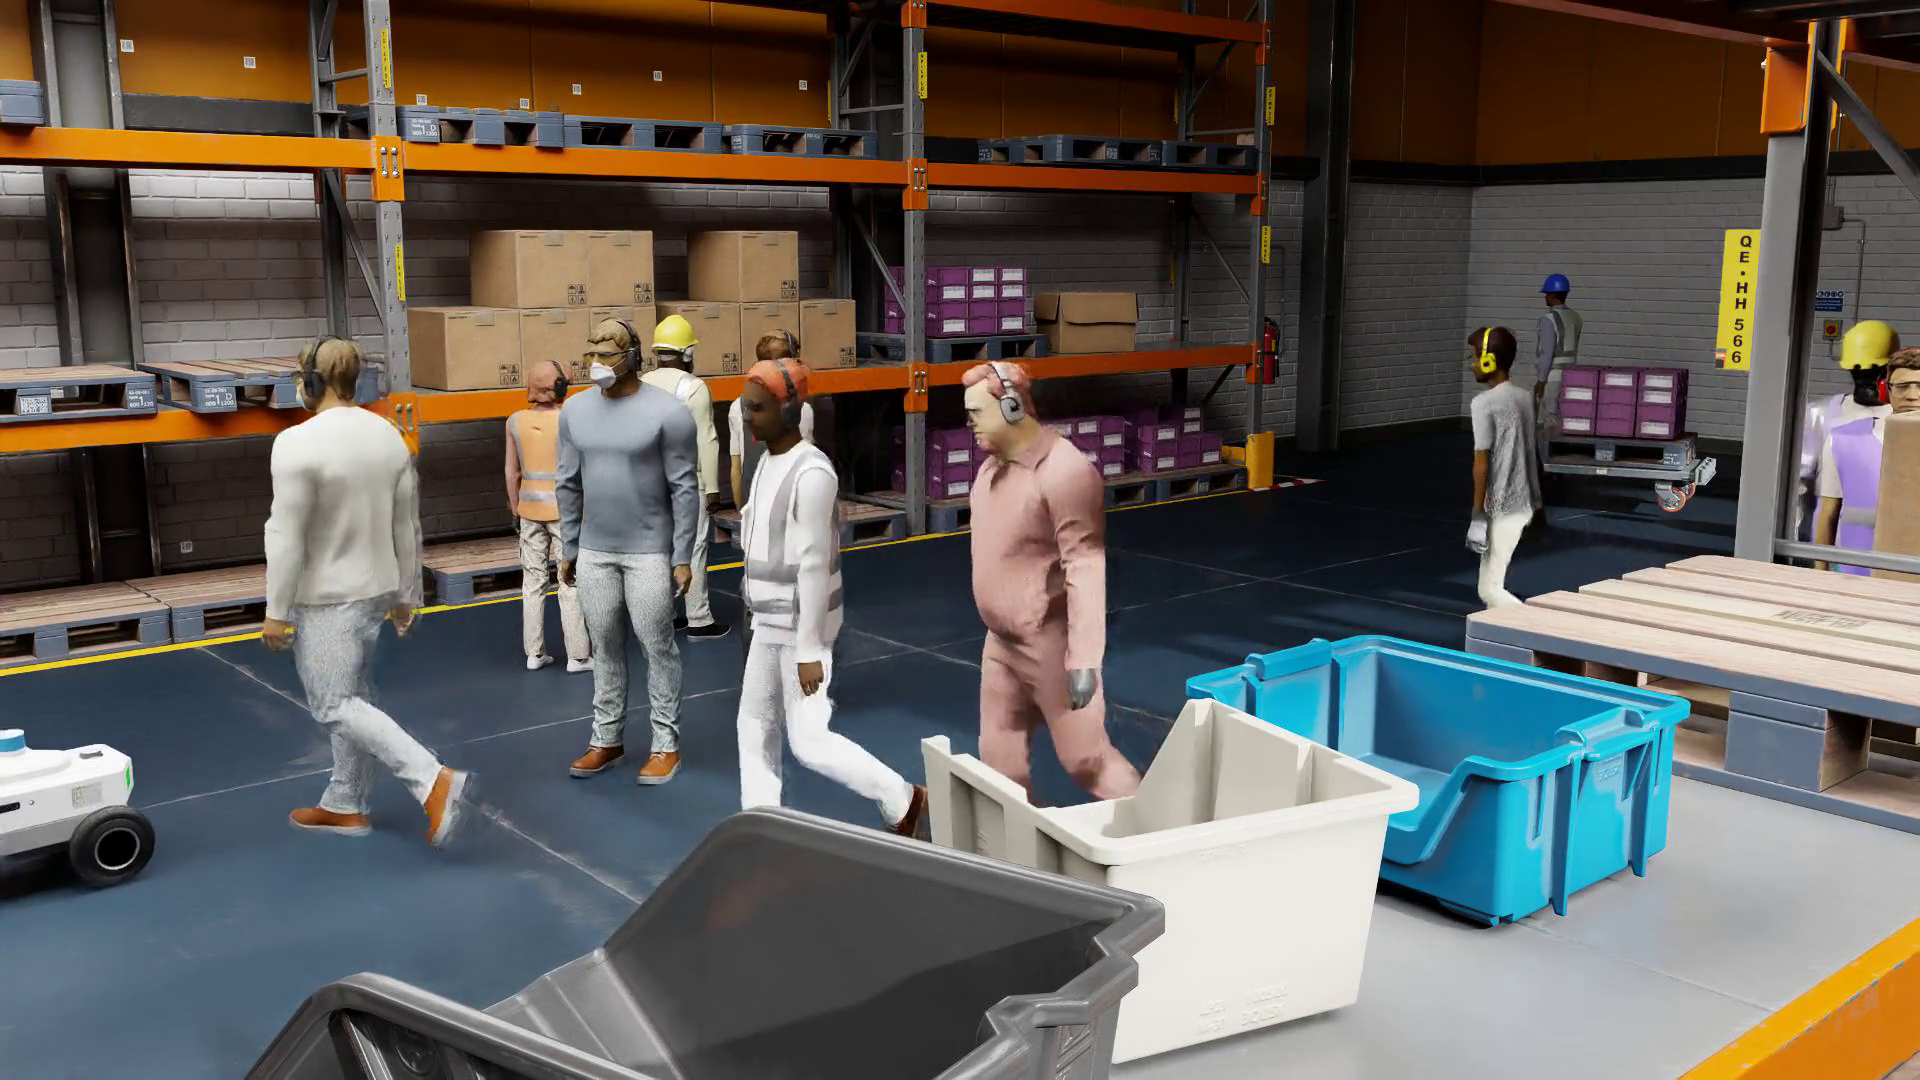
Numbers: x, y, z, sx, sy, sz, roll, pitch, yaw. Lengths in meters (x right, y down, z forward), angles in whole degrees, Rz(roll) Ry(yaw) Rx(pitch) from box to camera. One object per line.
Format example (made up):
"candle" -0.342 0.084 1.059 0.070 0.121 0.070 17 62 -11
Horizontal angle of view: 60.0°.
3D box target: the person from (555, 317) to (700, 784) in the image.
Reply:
"person" -1.381 0.050 6.895 0.634 1.938 0.355 3 11 19

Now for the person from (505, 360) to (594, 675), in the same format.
"person" -2.112 -0.112 8.648 0.522 1.636 0.310 3 11 18

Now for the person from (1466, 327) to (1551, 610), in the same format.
"person" 2.759 -0.124 8.169 0.647 1.836 0.536 10 14 43

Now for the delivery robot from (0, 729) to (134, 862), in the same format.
"delivery robot" -3.271 0.900 5.748 0.477 0.478 0.707 9 14 42

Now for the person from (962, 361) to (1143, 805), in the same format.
"person" 0.342 0.334 5.550 0.823 1.864 0.705 -6 12 -30

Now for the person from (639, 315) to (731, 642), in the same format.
"person" -1.568 -0.343 9.385 0.590 1.837 0.404 7 12 35

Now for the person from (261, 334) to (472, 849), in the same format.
"person" -2.179 0.210 6.088 0.806 1.914 0.633 3 11 16

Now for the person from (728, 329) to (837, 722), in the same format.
"person" -0.846 -0.063 7.805 0.505 1.840 0.346 7 12 34

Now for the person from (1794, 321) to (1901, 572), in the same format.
"person" 3.831 0.024 7.120 0.468 1.912 0.597 -9 13 -41

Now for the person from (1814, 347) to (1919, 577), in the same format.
"person" 3.616 0.176 6.456 0.564 1.842 0.392 4 11 21

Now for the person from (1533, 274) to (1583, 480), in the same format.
"person" 5.641 -1.543 15.792 0.608 1.946 0.406 -9 13 -40

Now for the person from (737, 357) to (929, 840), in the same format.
"person" -0.510 0.298 5.746 0.779 1.864 0.587 -4 11 -23
